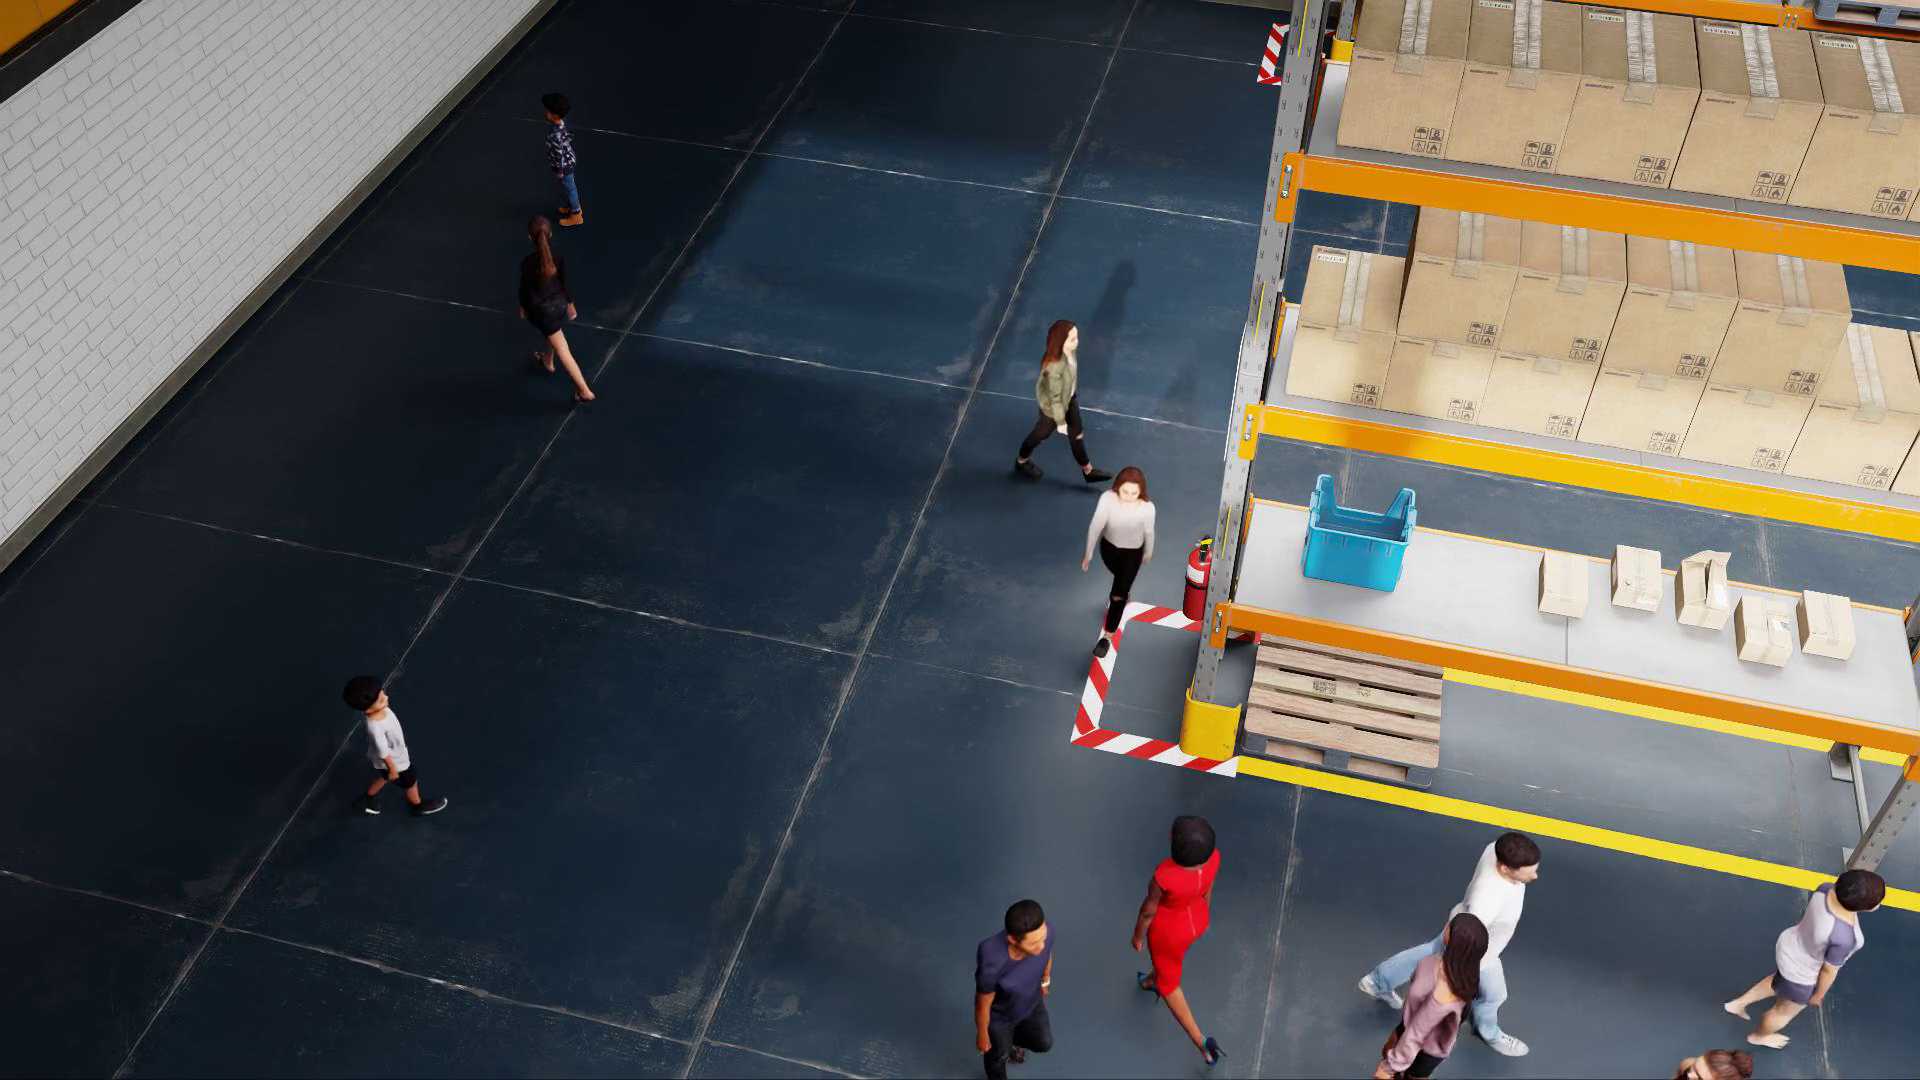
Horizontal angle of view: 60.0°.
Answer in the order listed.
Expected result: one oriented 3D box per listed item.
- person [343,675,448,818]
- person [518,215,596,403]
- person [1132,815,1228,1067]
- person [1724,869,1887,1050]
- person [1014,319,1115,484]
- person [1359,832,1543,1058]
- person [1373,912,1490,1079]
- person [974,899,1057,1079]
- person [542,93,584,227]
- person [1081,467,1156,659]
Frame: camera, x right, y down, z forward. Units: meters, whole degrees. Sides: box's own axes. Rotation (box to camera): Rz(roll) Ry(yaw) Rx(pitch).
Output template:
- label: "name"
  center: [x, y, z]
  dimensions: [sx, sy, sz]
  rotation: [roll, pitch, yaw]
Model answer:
- label: "person"
  center: [-3.456, 1.258, 9.869]
  dimensions: [0.813, 1.245, 0.733]
  rotation: [-18, 46, -18]
- label: "person"
  center: [-3.118, -1.752, 12.824]
  dimensions: [1.152, 1.528, 0.908]
  rotation: [34, 53, 30]
- label: "person"
  center: [1.173, 2.084, 8.655]
  dimensions: [0.991, 1.723, 1.073]
  rotation: [-24, 49, -23]
- label: "person"
  center: [4.339, 2.186, 8.673]
  dimensions: [0.641, 1.551, 0.617]
  rotation: [3, 44, 3]
- label: "person"
  center: [0.636, -0.992, 12.094]
  dimensions: [1.023, 1.433, 0.709]
  rotation: [17, 46, 17]
- label: "person"
  center: [2.589, 2.026, 8.645]
  dimensions: [1.182, 1.821, 0.721]
  rotation: [13, 45, 13]
- label: "person"
  center: [2.354, 2.476, 8.200]
  dimensions: [0.751, 1.783, 0.761]
  rotation: [12, 45, 13]
- label: "person"
  center: [0.199, 2.283, 8.406]
  dimensions: [0.821, 1.779, 0.876]
  rotation: [-26, 49, -25]
- label: "person"
  center: [-3.521, -3.382, 14.735]
  dimensions: [0.601, 1.251, 0.570]
  rotation: [-6, 44, -6]
- label: "person"
  center: [1.092, 0.019, 11.028]
  dimensions: [0.935, 1.441, 0.715]
  rotation: [18, 46, 18]
